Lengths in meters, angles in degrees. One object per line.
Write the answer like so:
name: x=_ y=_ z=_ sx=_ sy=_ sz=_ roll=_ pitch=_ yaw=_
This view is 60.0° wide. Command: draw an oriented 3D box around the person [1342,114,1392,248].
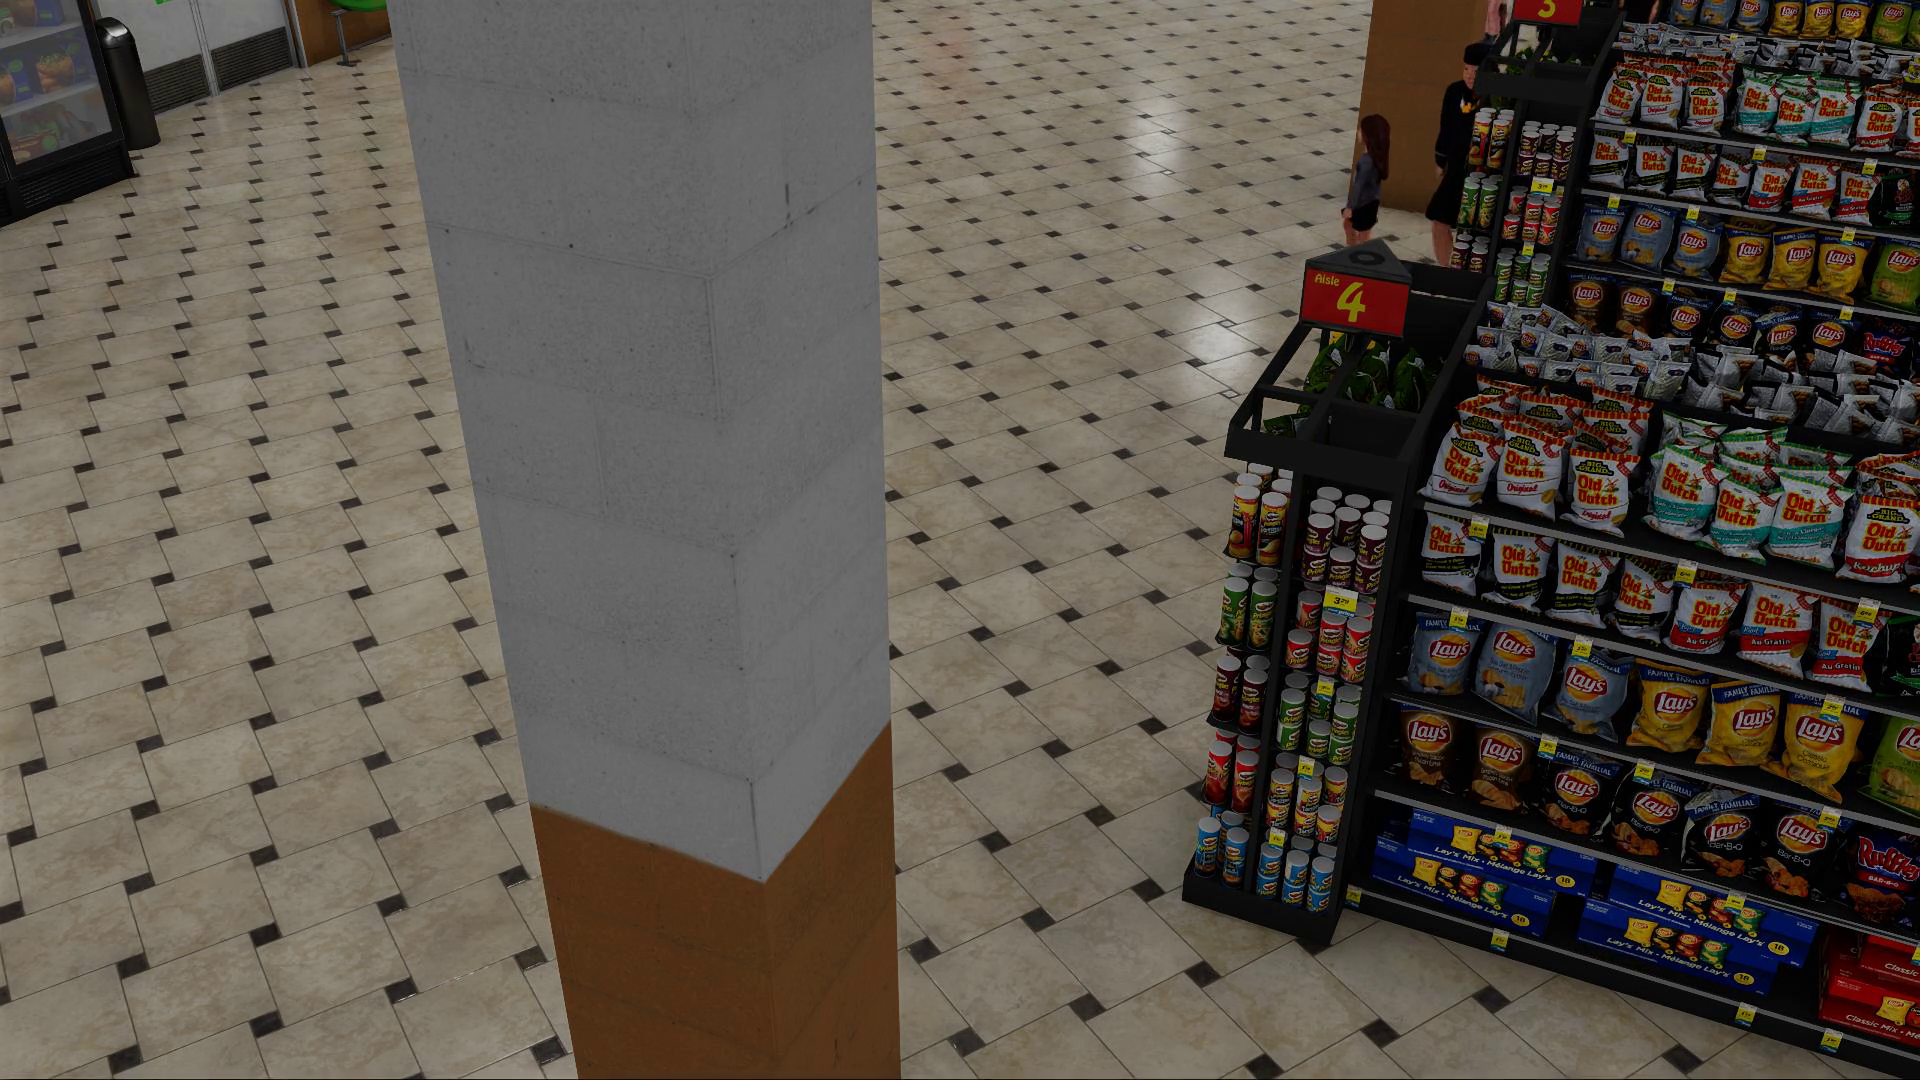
person: x=2.687 y=-2.208 z=10.807 sx=0.528 sy=1.094 sz=0.487 roll=11 pitch=34 yaw=17

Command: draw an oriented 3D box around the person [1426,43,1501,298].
person: x=3.241 y=-2.284 z=10.395 sx=0.746 sy=1.659 sz=0.878 roll=26 pitch=40 yaw=35
